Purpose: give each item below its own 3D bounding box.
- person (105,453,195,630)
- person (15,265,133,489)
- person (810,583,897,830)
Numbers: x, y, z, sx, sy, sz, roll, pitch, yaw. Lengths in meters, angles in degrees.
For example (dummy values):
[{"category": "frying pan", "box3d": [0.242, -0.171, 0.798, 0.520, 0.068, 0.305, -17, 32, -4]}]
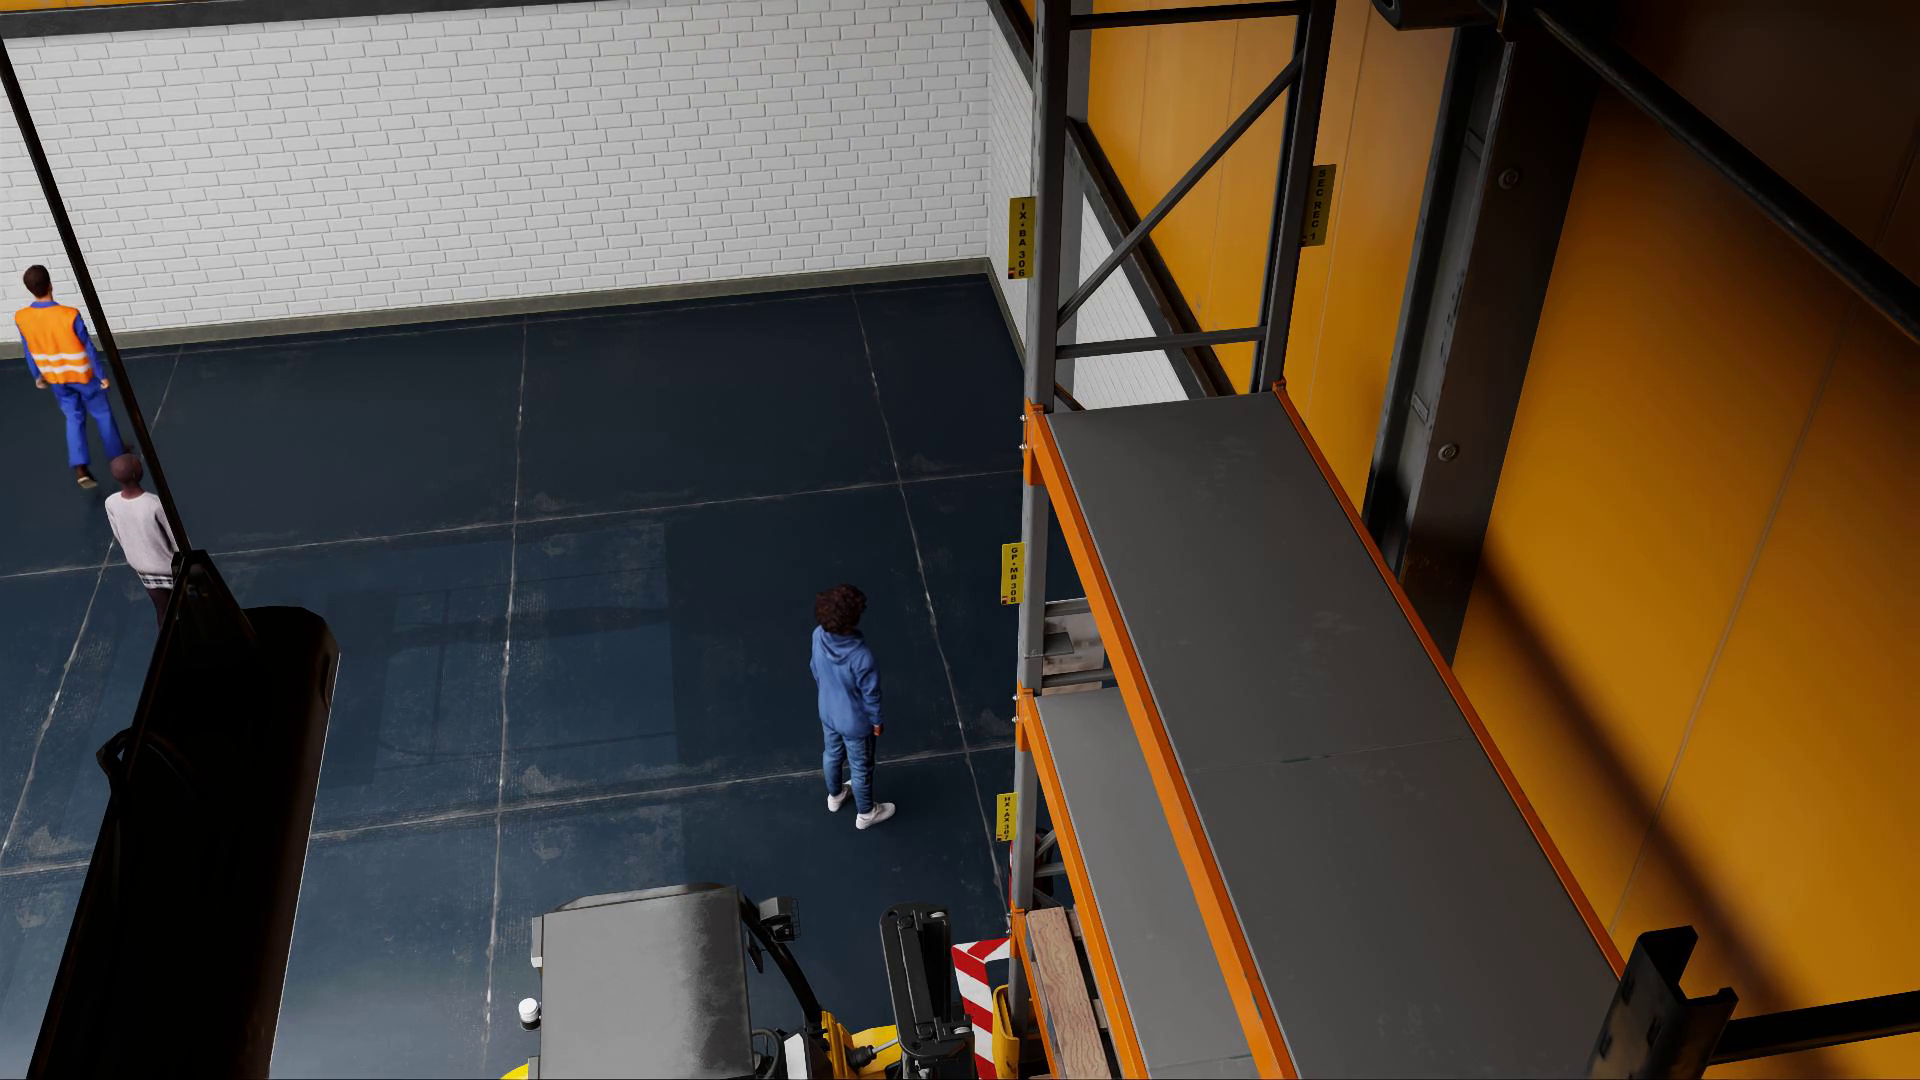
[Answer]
[{"category": "person", "box3d": [-5.283, 0.168, 11.009, 0.669, 1.771, 0.610, 3, 39, 4]}, {"category": "person", "box3d": [-6.788, -1.197, 12.657, 0.763, 1.848, 1.017, -3, 39, -3]}, {"category": "person", "box3d": [-0.668, 0.995, 9.941, 0.736, 1.811, 0.820, 28, 46, 30]}]
